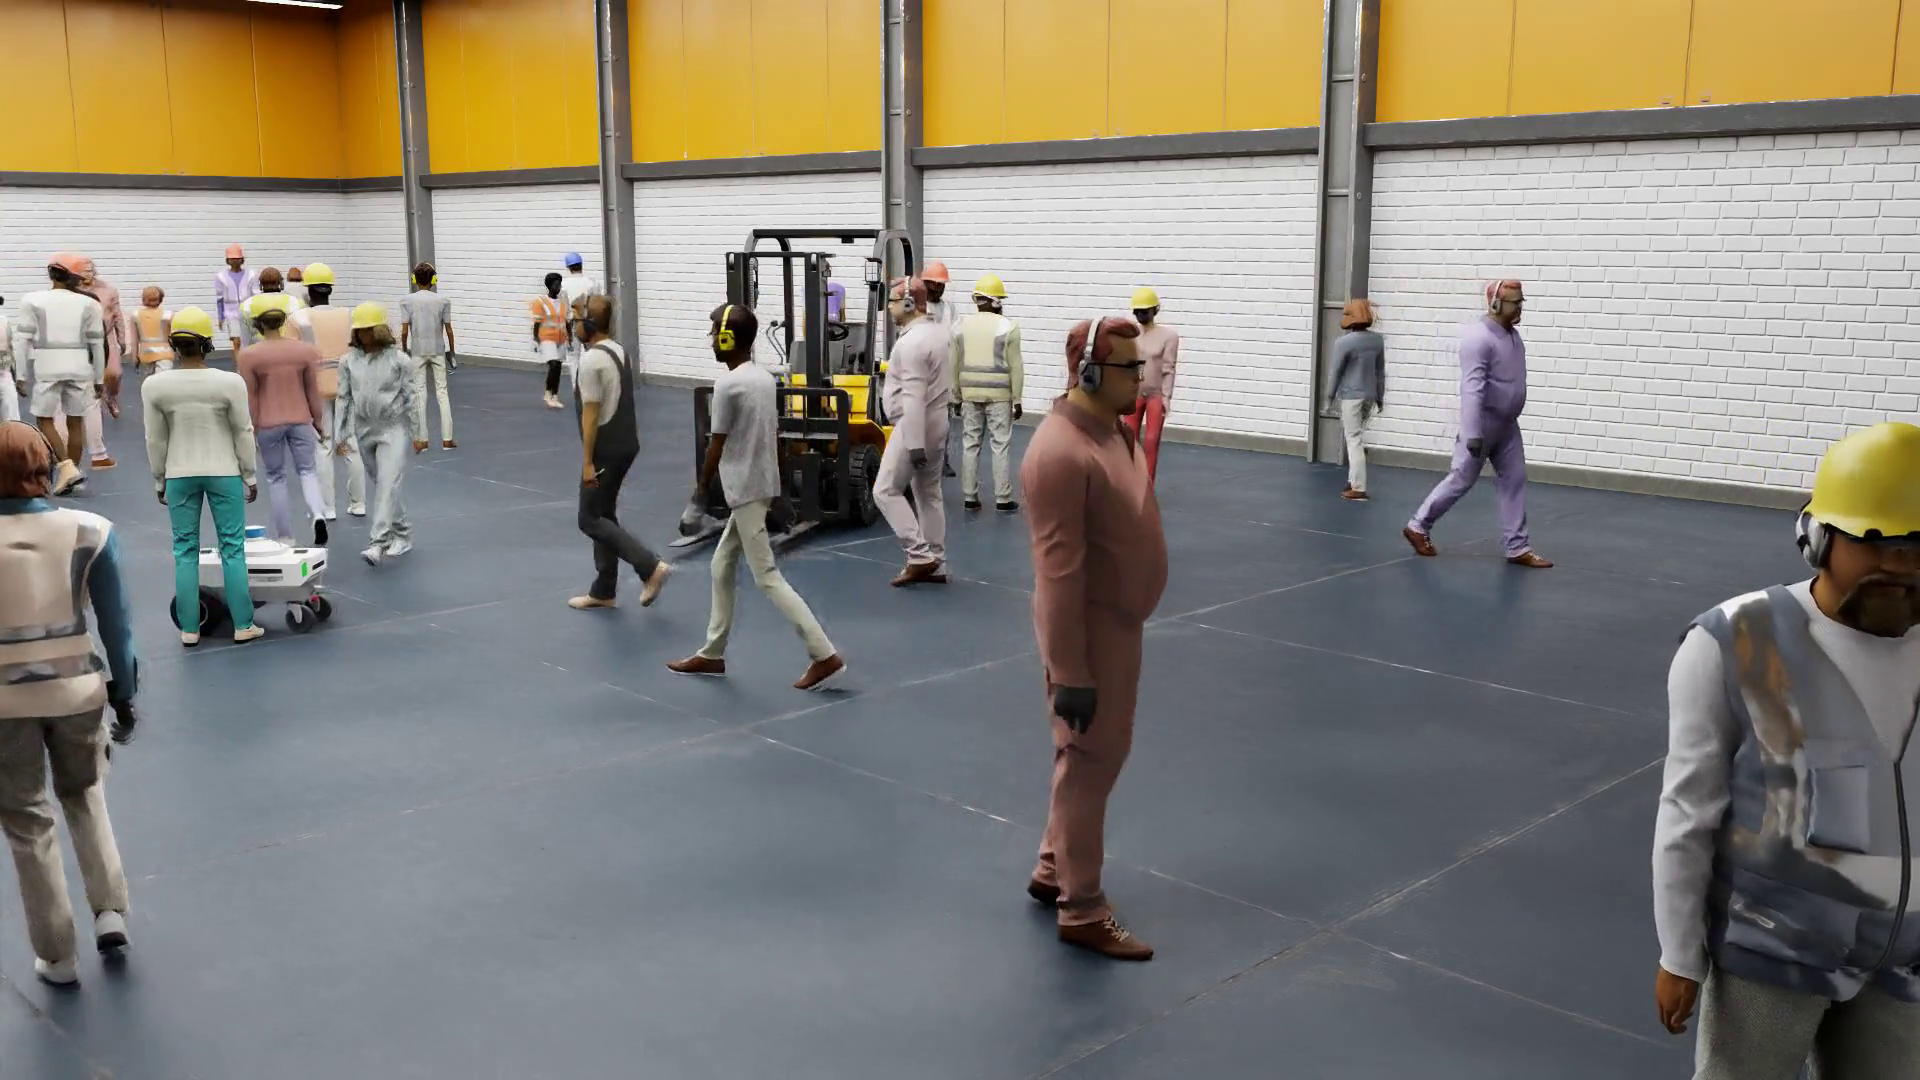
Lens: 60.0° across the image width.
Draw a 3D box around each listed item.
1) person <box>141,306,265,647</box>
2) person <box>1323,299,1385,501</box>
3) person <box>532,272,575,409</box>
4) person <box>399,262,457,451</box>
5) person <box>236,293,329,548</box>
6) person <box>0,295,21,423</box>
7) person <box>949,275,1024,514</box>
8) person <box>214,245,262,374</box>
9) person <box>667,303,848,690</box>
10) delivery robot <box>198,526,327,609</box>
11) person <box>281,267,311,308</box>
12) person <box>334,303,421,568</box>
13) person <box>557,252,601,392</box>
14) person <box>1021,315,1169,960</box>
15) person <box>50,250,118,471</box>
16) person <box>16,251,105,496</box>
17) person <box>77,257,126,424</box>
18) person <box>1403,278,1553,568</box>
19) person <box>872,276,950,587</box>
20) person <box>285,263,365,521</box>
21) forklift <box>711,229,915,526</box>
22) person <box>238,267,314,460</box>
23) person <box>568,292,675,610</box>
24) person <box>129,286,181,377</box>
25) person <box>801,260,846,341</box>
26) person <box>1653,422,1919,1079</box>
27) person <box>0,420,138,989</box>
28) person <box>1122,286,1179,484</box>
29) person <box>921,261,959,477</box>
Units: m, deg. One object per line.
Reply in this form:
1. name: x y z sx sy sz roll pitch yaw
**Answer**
1. person: -3.928 -0.321 8.646 0.524 1.769 0.308 -2 11 -13
2. person: 3.162 -1.138 13.480 0.531 1.612 0.520 -6 12 -32
3. person: -4.956 -2.431 20.360 0.426 1.677 0.548 8 13 38
4. person: -5.288 -1.817 16.549 0.532 1.859 0.310 -3 11 -17
5. person: -4.526 -0.772 11.141 0.543 1.746 0.503 -8 13 -36
6. person: -9.246 -1.590 15.978 0.772 1.596 0.525 5 12 27
7. person: 0.216 -1.111 12.779 0.594 1.828 0.403 5 11 23
8. person: -10.387 -3.251 24.009 0.621 1.999 1.027 -5 11 -24
9. person: -0.957 -0.198 7.840 0.950 1.827 0.521 2 11 13
10. delivery robot: -3.833 0.166 9.036 0.707 0.478 0.477 0 10 -1
11. person: -11.171 -3.803 28.082 0.509 1.609 0.746 -6 12 -29
12. person: -3.797 -0.682 10.789 0.507 1.683 0.902 1 10 5
13. person: -4.893 -2.728 21.358 0.634 1.912 0.645 -2 11 -11
14. person: 0.418 0.284 4.996 0.409 1.915 0.658 4 11 20
15. person: -8.012 -1.614 15.069 0.620 1.992 0.394 -1 10 -3
16. person: -7.347 -1.349 13.634 0.683 2.009 0.565 -8 13 -37
17. person: -9.795 -2.243 18.805 0.670 1.889 0.413 -7 13 -34
18. person: 3.378 -0.768 10.828 0.950 1.870 0.657 10 14 43
19. person: -0.283 -0.643 10.082 0.456 1.891 0.643 3 11 15
20. person: -4.751 -1.106 12.482 0.385 1.925 0.591 10 14 44
21. forklift: -1.050 -1.319 12.920 1.214 2.155 2.313 2 11 13
22. person: -6.328 -1.604 15.445 0.621 1.841 0.429 -3 11 -18
23. person: -1.930 -0.475 9.337 0.596 1.826 0.507 2 11 13
24. person: -8.666 -1.942 17.967 0.527 1.597 0.875 0 10 0
25. person: -1.639 -2.450 20.034 0.567 1.846 0.389 -5 12 -25
26. person: 1.514 0.702 2.895 0.601 1.827 0.403 0 10 0
27. person: -2.630 0.471 4.729 0.511 1.623 0.398 -9 13 -39
28. person: 1.470 -1.131 13.131 0.519 1.745 0.517 3 11 16
29. person: -0.285 -1.537 14.886 0.550 1.914 0.765 -6 12 -28
